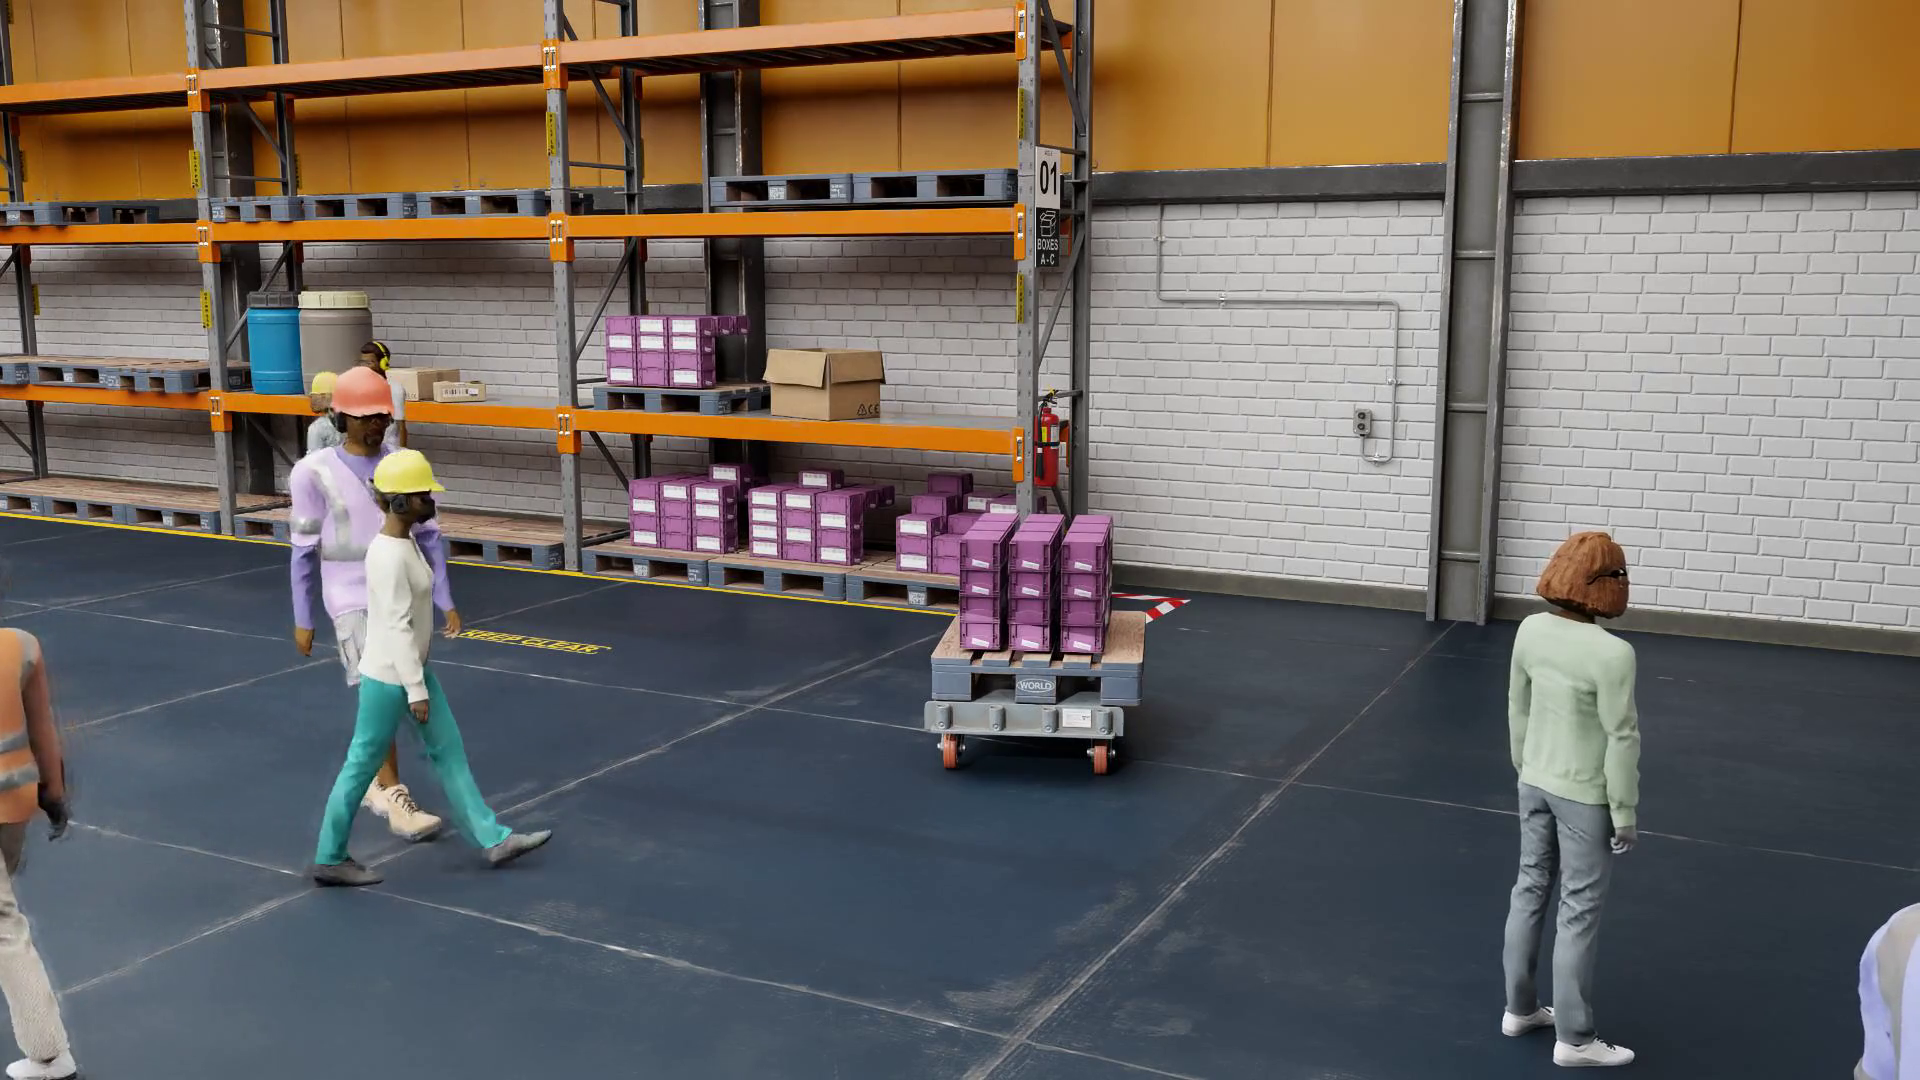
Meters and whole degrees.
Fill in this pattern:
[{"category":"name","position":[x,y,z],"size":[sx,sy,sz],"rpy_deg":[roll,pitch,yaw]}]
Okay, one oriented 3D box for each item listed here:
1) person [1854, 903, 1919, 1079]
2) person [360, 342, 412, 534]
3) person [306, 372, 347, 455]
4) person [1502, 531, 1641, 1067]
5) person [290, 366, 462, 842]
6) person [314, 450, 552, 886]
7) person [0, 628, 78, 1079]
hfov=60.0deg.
[{"category":"person","position":[1.394,1.113,2.136],"size":[0.378,1.928,0.542],"rpy_deg":[-2,9,-9]},{"category":"person","position":[-4.520,-0.624,13.062],"size":[0.515,1.861,0.321],"rpy_deg":[7,11,37]},{"category":"person","position":[-4.296,-0.285,11.412],"size":[0.646,1.718,0.490],"rpy_deg":[3,10,19]},{"category":"person","position":[1.870,0.789,5.084],"size":[0.324,1.641,0.507],"rpy_deg":[-4,10,-21]},{"category":"person","position":[-2.482,0.265,7.163],"size":[0.682,2.024,0.650],"rpy_deg":[8,12,40]},{"category":"person","position":[-2.124,0.507,6.492],"size":[0.926,1.714,0.546],"rpy_deg":[-1,9,-9]},{"category":"person","position":[-2.985,0.817,4.963],"size":[0.851,1.585,0.538],"rpy_deg":[3,10,20]}]
